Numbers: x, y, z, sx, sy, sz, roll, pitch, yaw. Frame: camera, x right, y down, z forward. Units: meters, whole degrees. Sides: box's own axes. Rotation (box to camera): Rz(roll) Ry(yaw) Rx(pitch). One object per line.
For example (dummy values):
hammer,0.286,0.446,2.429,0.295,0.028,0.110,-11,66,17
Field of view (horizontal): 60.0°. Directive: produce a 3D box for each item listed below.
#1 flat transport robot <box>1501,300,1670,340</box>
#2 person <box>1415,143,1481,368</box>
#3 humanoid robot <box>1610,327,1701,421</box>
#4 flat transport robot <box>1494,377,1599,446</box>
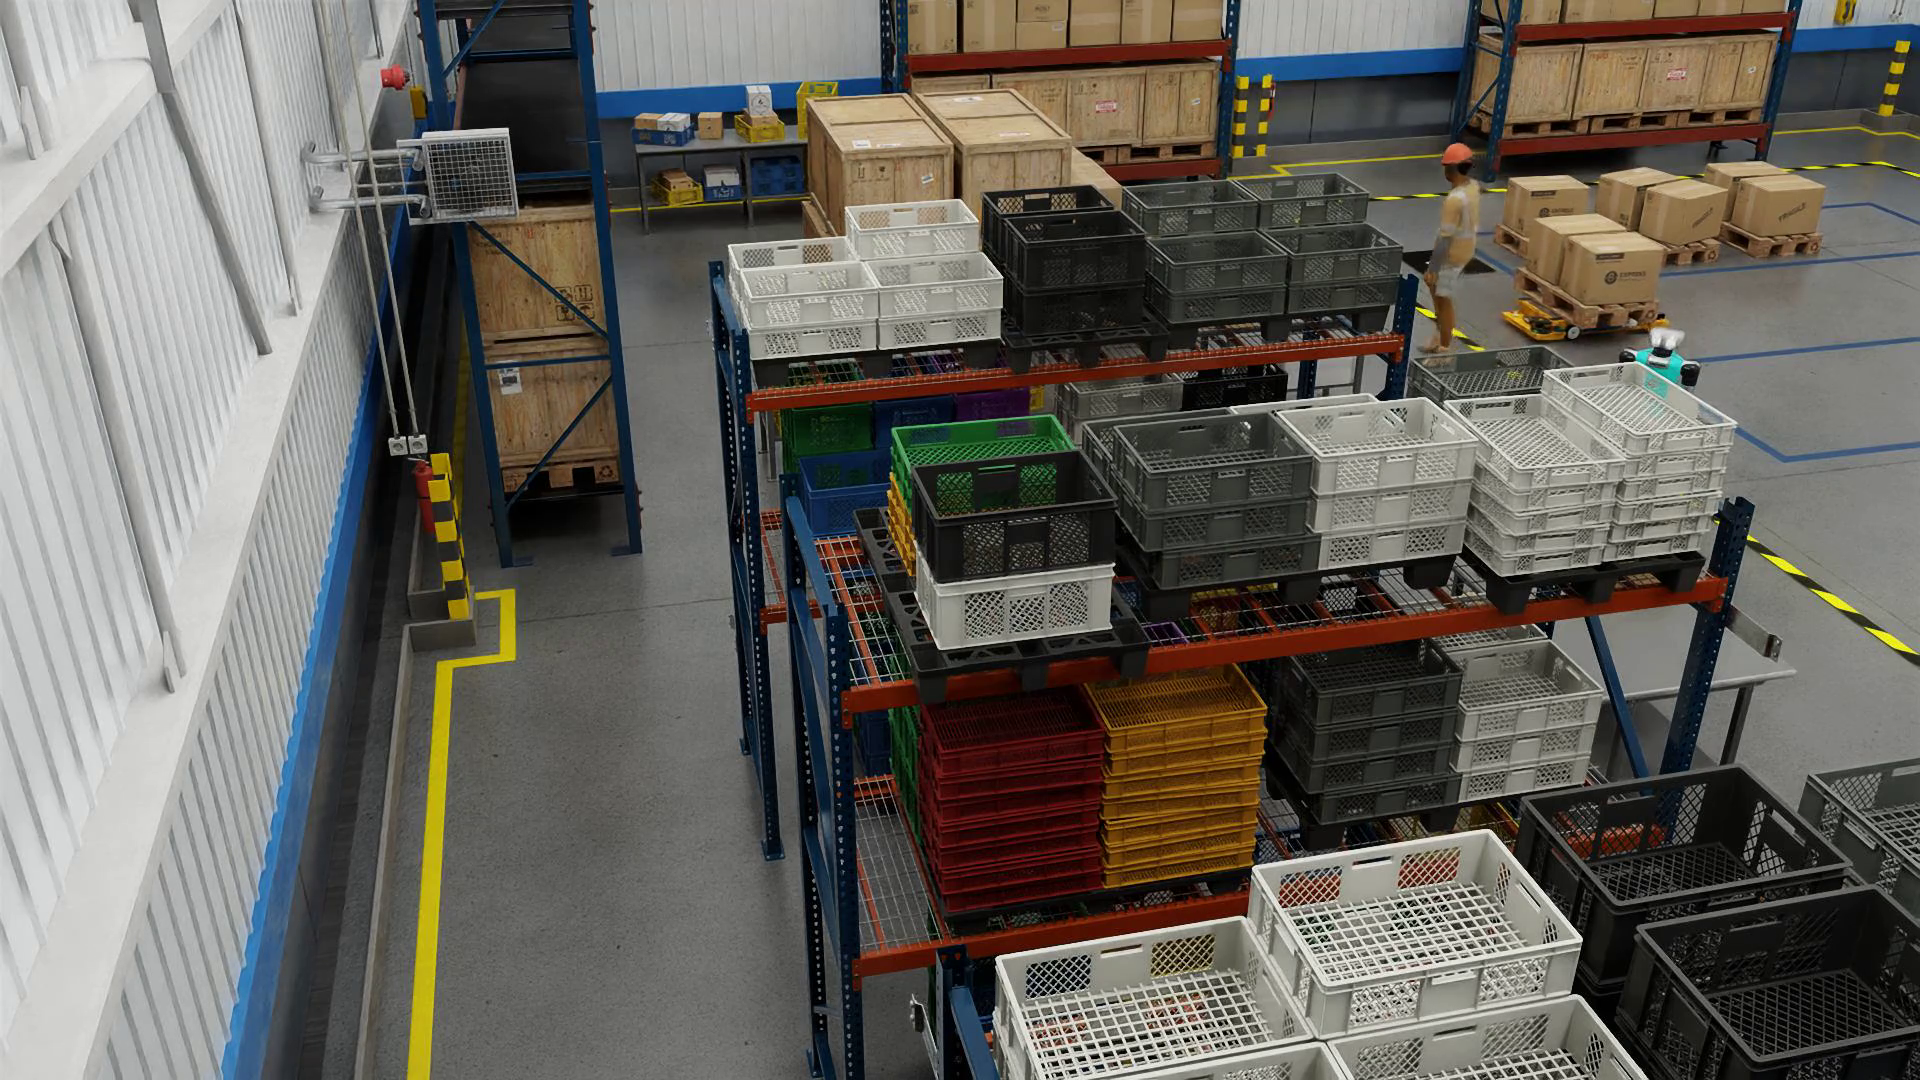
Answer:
flat transport robot,6.093,-2.199,16.189,1.431,0.197,0.652,-6,28,-12
person,4.376,-2.559,15.025,0.494,2.016,0.724,15,31,27
humanoid robot,4.892,-0.782,11.808,0.533,1.680,0.735,16,32,27
flat transport robot,4.780,-1.036,14.013,0.659,0.231,1.431,-6,28,-12
